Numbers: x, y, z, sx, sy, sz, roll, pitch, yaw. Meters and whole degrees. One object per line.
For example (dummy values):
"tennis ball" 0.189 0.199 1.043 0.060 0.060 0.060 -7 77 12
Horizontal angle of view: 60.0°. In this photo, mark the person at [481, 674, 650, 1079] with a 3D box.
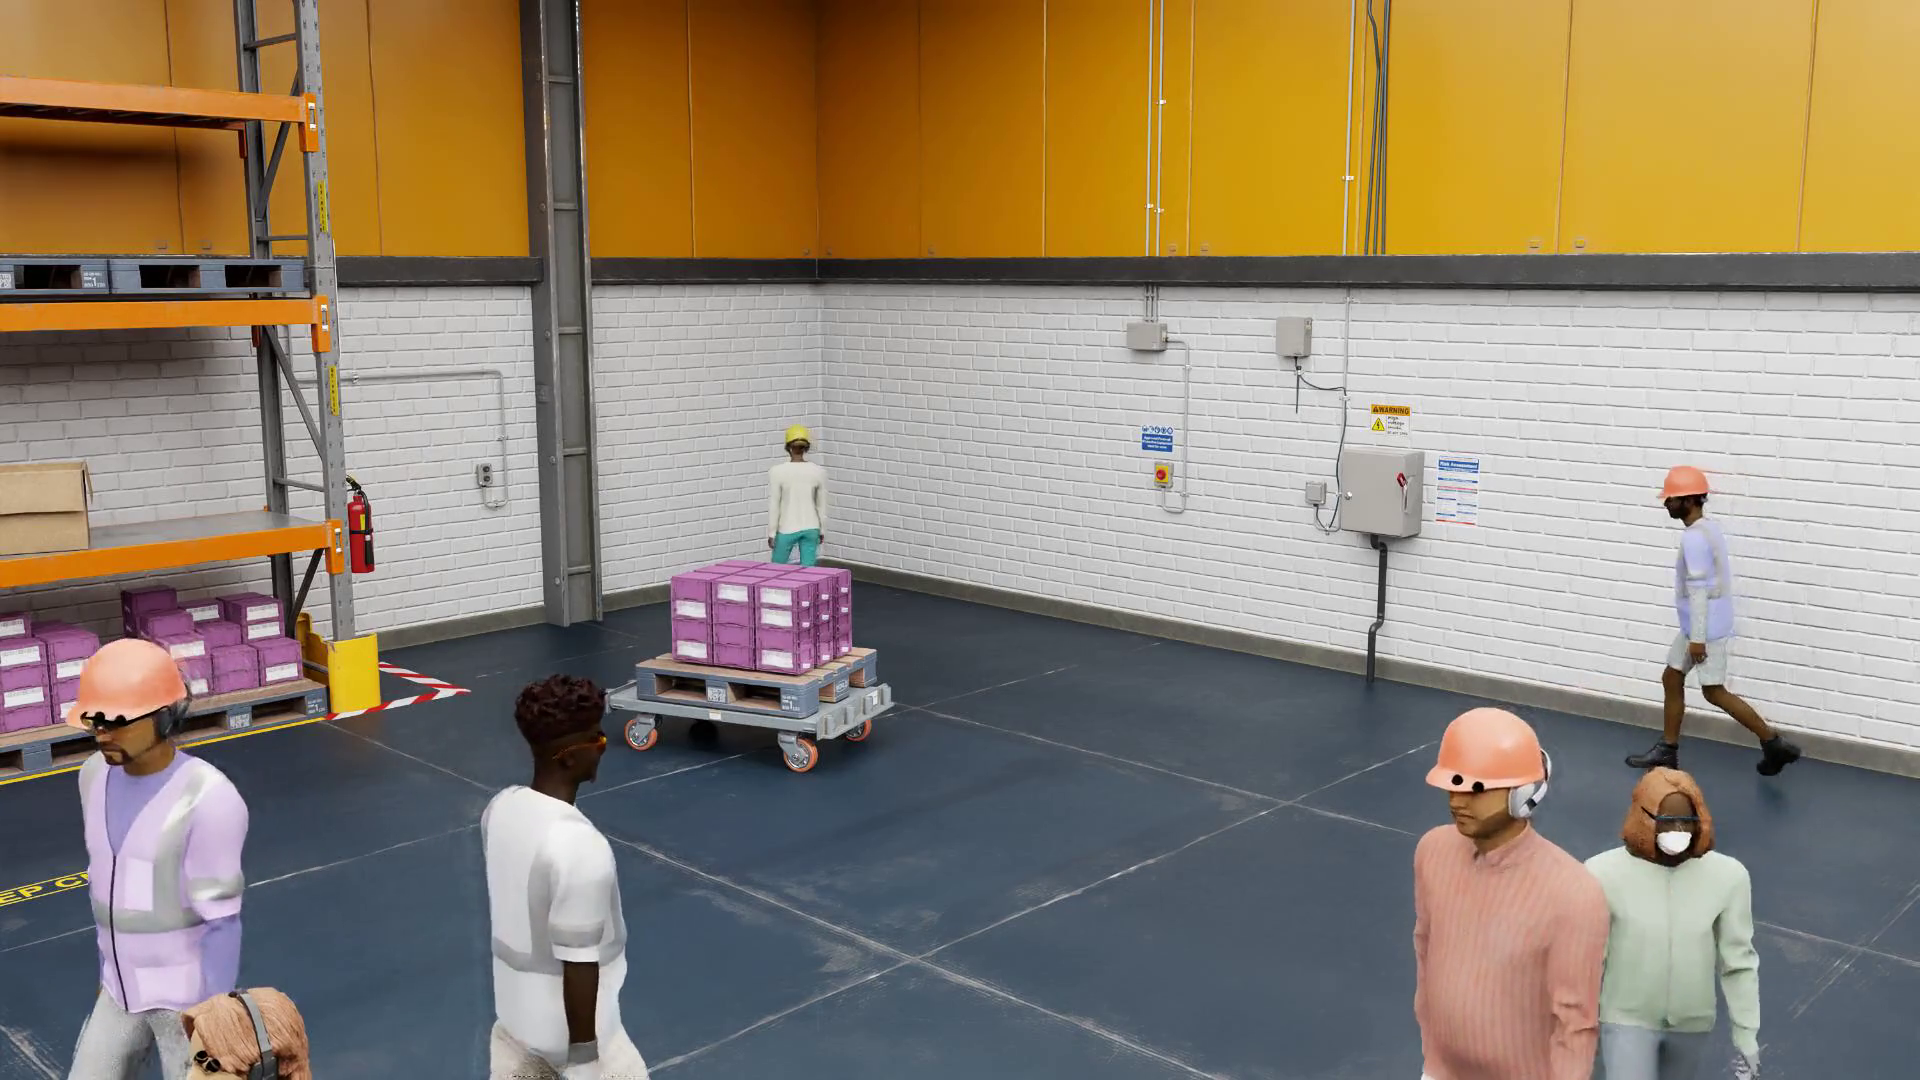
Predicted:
"person" -1.181 1.320 4.695 0.969 1.928 0.619 -8 12 -41

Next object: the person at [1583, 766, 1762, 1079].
"person" 2.081 1.444 4.960 0.503 1.589 0.853 0 9 2

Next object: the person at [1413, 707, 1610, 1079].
"person" 1.375 1.379 4.276 1.026 1.943 0.620 -6 11 -35

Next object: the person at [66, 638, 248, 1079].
"person" -2.289 1.276 4.620 0.647 2.029 0.571 4 10 25

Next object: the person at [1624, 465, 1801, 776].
"person" 4.517 0.502 9.848 0.897 1.889 0.553 4 10 24

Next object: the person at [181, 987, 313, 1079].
"person" -1.386 1.680 3.353 0.511 1.641 0.309 8 12 39

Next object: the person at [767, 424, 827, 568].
"person" -1.358 -0.089 13.853 0.543 1.749 0.393 -5 10 -26
